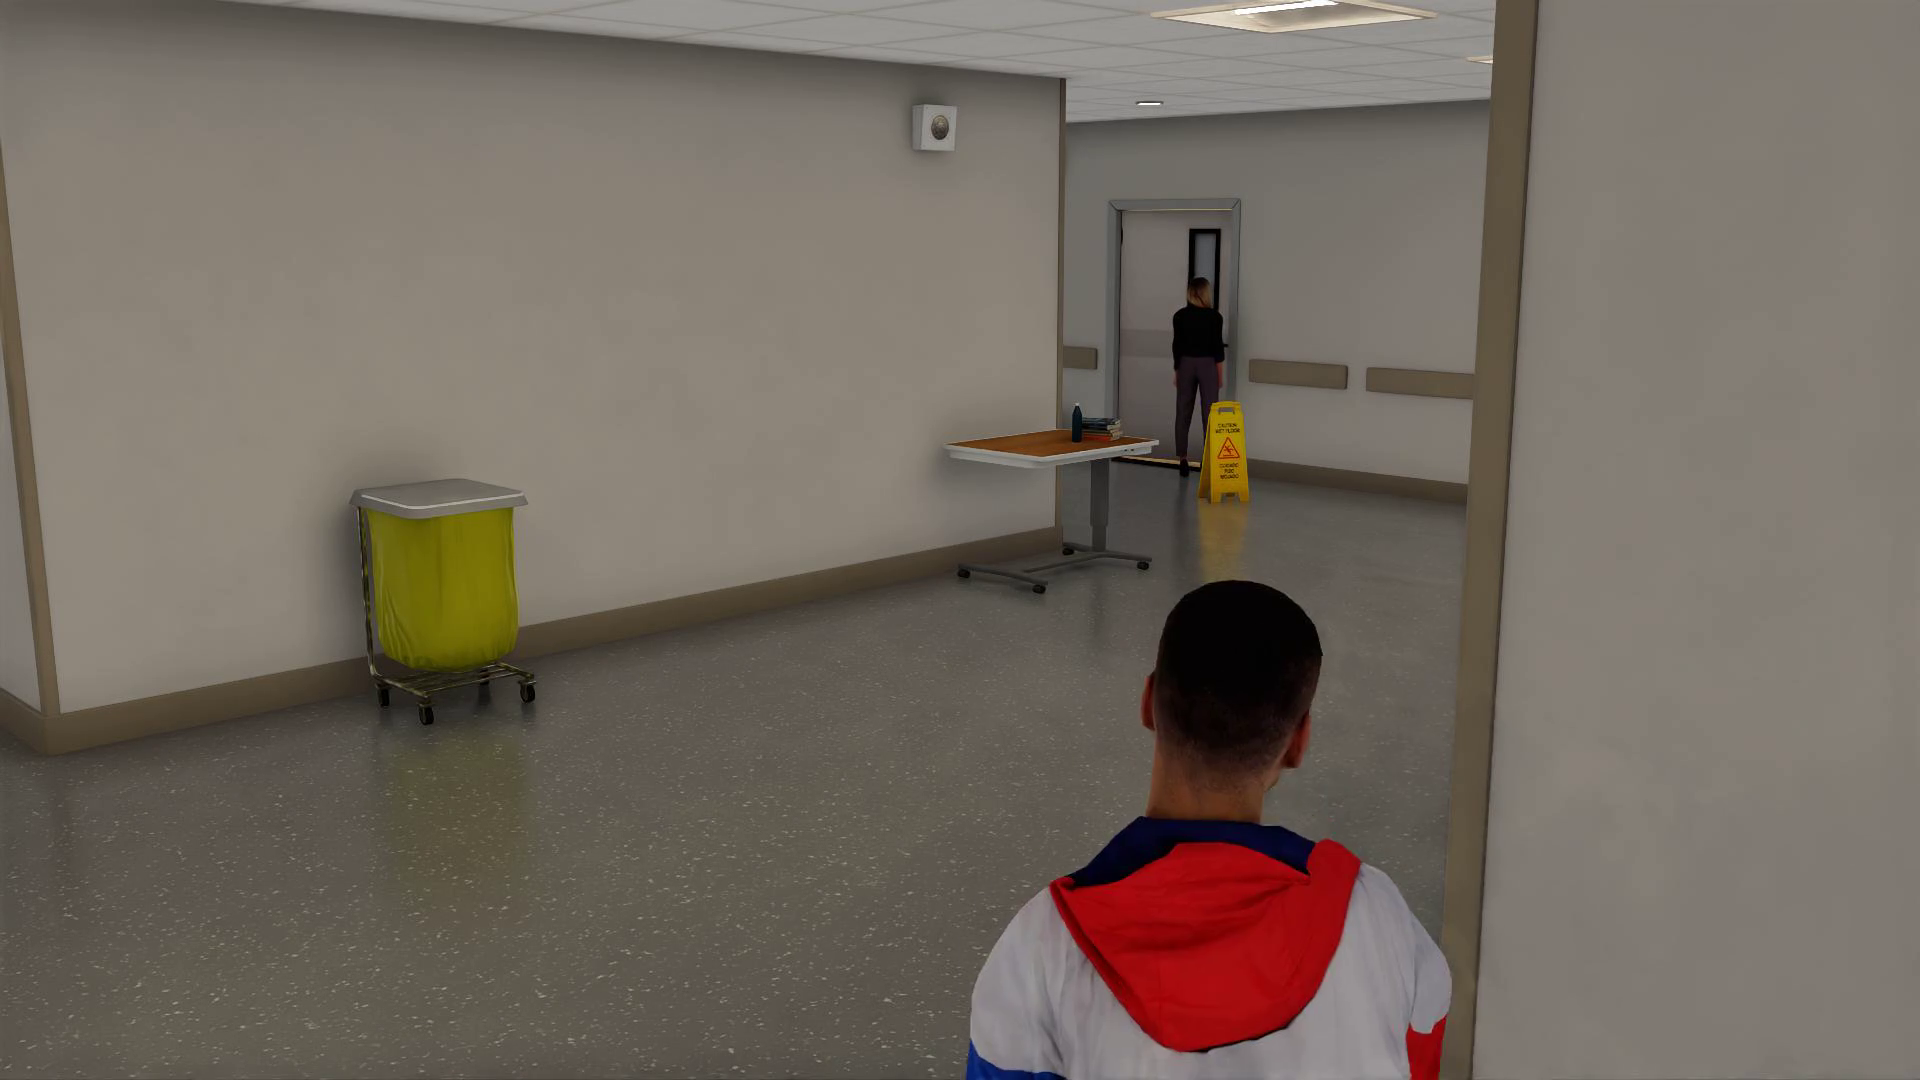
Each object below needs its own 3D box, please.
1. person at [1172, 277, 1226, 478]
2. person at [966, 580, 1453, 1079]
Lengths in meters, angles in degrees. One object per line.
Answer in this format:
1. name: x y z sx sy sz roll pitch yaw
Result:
1. person: 1.980 -1.356 13.887 0.578 1.671 0.721 5 12 26
2. person: 0.264 0.933 1.647 0.892 1.737 0.969 -2 11 -9
